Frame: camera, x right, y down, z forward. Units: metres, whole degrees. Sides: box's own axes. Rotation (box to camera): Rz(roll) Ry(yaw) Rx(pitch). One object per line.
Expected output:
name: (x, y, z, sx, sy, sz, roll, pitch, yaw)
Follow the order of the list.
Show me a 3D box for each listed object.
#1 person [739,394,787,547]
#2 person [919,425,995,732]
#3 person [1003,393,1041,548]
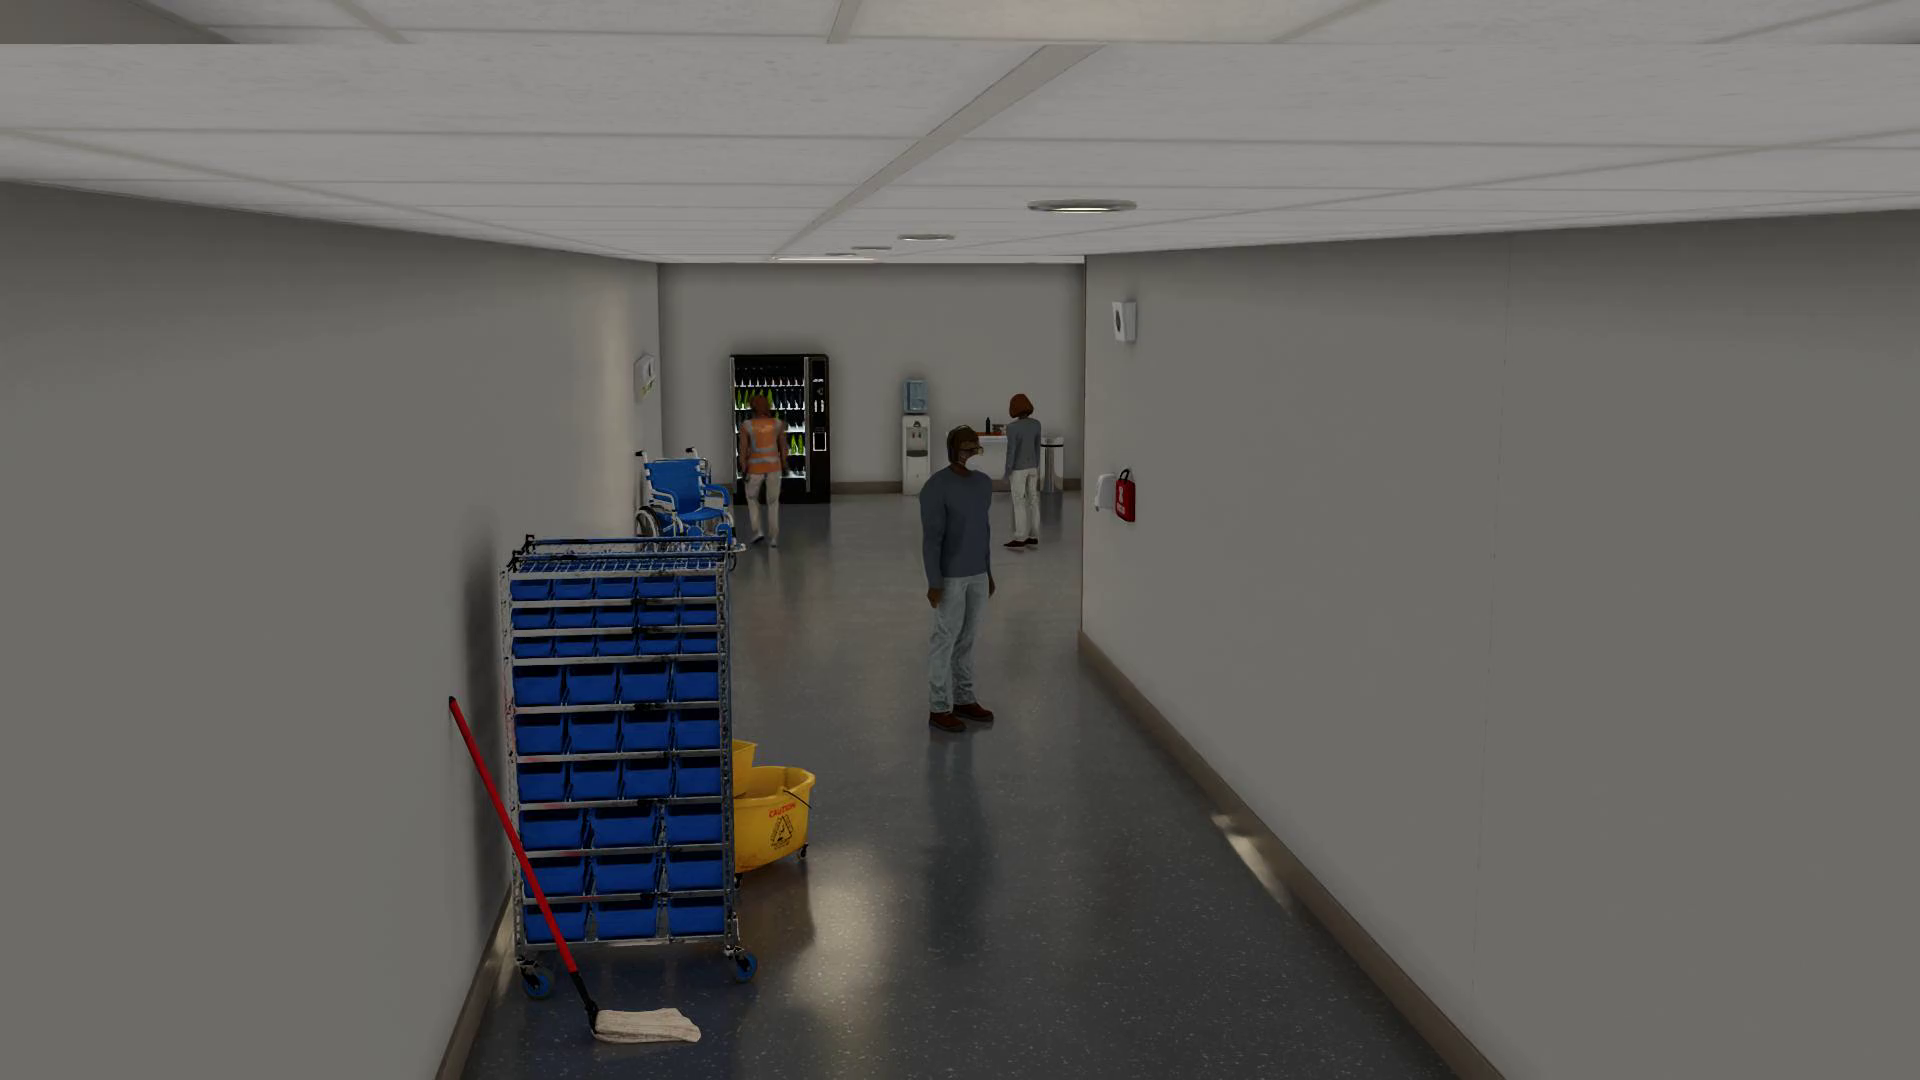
person: (-2.074, -0.732, 17.612, 0.562, 1.620, 0.413, -3, 10, -20)
person: (-0.001, 0.233, 10.582, 0.354, 1.937, 0.635, 7, 12, 38)
person: (0.652, -0.727, 17.523, 0.282, 1.633, 0.499, 9, 13, 44)
